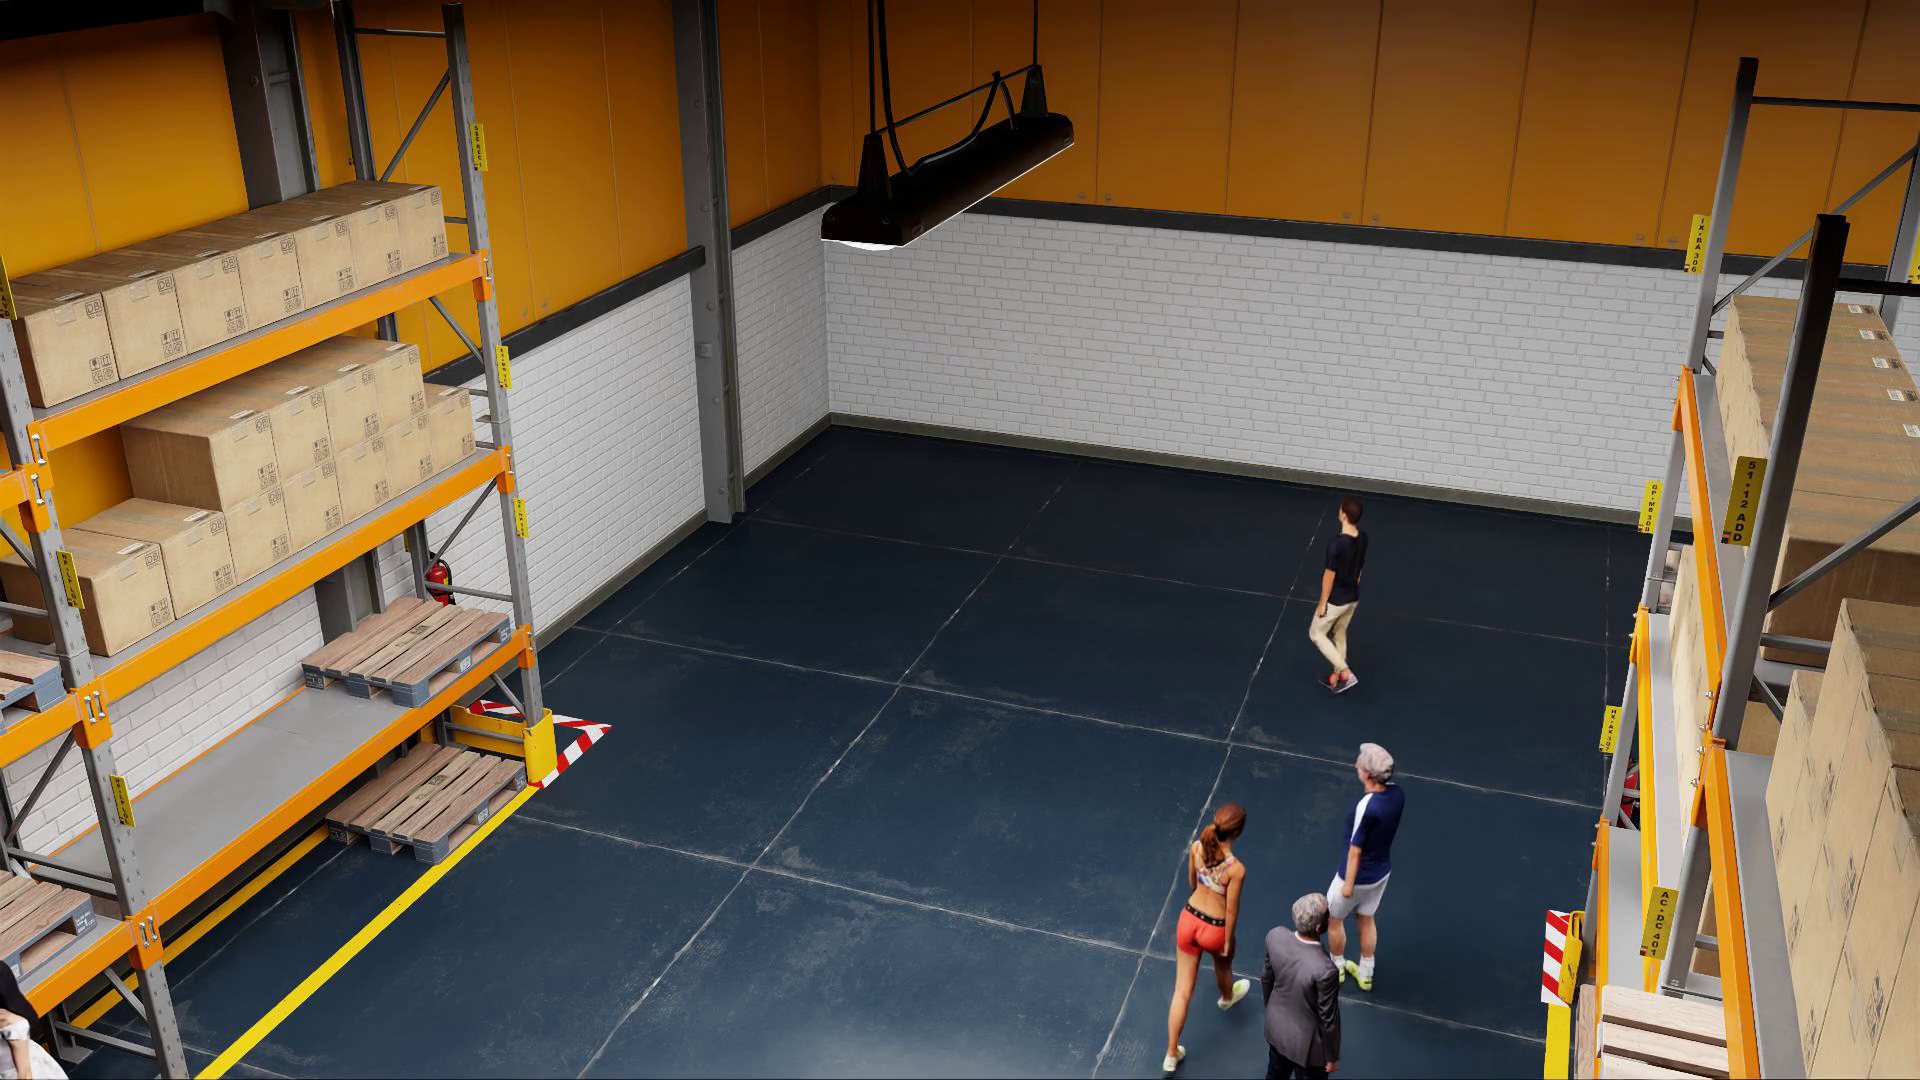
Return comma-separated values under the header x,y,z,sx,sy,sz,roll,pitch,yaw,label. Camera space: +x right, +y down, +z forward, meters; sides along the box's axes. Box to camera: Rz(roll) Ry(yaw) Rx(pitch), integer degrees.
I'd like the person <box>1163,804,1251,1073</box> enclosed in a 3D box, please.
x,y,z,sx,sy,sz,roll,pitch,yaw,label
1.451,2.453,10.151,0.837,1.728,1.254,16,28,33,person

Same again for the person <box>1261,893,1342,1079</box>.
x,y,z,sx,sy,sz,roll,pitch,yaw,label
1.914,2.753,9.323,0.819,1.842,0.803,-15,28,-31,person

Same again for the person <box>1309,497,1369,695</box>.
x,y,z,sx,sy,sz,roll,pitch,yaw,label
3.346,0.540,14.386,0.846,1.841,0.900,-17,29,-34,person

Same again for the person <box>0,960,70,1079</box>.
x,y,z,sx,sy,sz,roll,pitch,yaw,label
-4.990,2.972,8.913,0.801,1.769,0.776,-18,30,-36,person

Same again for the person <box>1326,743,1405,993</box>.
x,y,z,sx,sy,sz,roll,pitch,yaw,label
2.644,2.156,10.716,0.806,1.820,0.882,-20,31,-38,person
